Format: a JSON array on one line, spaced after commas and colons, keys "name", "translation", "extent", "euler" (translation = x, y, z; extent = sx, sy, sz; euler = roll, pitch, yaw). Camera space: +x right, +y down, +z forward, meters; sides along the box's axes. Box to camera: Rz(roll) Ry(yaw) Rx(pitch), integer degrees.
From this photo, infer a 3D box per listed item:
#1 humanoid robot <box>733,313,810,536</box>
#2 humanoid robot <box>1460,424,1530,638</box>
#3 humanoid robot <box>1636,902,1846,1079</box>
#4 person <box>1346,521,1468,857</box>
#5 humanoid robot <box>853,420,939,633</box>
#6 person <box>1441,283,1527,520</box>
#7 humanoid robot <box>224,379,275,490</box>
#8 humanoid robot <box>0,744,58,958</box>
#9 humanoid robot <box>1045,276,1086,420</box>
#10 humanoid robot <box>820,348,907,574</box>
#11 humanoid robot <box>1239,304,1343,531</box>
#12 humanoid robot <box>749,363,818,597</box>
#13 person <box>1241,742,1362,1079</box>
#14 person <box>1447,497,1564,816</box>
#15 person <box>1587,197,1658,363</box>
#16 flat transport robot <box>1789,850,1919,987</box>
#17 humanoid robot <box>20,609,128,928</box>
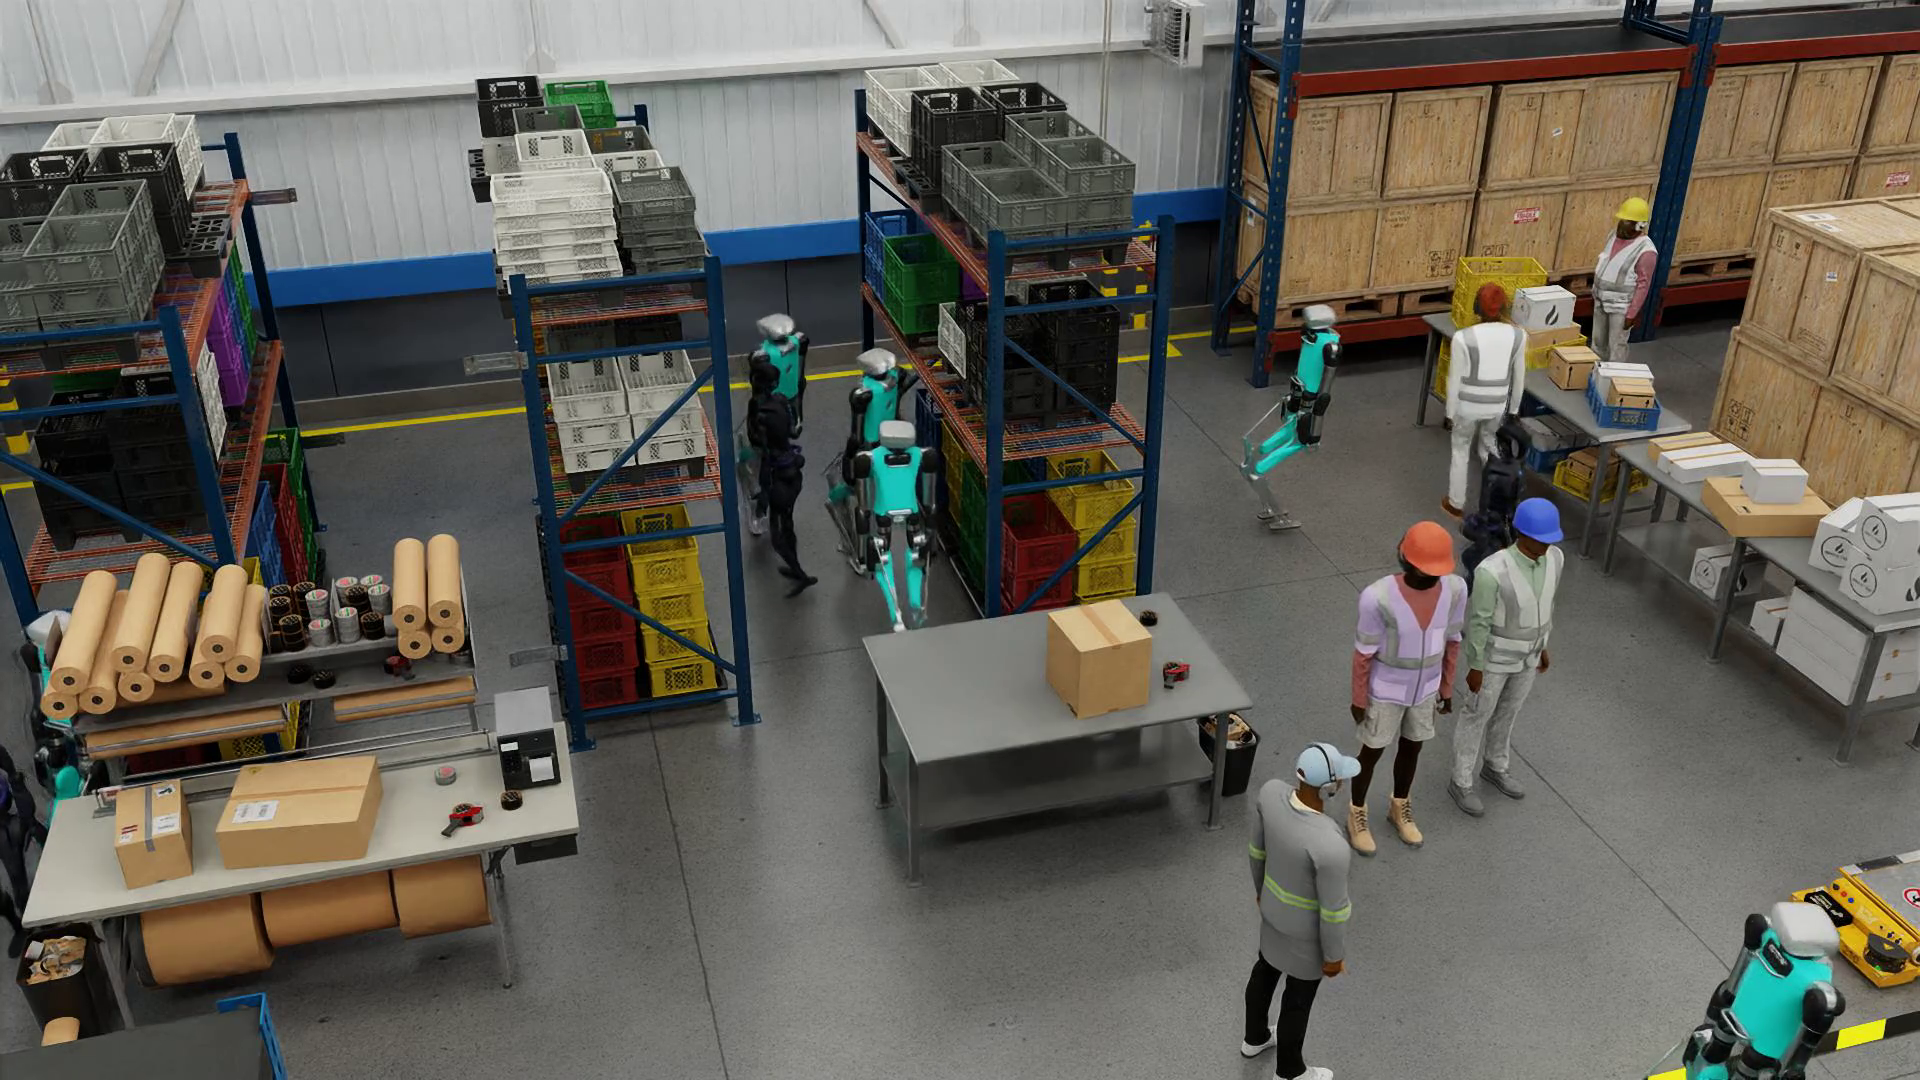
[{"name": "humanoid robot", "translation": [-1.464, -0.851, 12.217], "extent": [0.717, 1.811, 0.531], "euler": [21, 35, 34]}, {"name": "humanoid robot", "translation": [3.470, 0.000, 10.731], "extent": [0.744, 1.630, 0.600], "euler": [22, 36, 35]}, {"name": "humanoid robot", "translation": [2.914, 2.208, 6.631], "extent": [0.802, 1.767, 0.551], "euler": [-3, 29, -5]}, {"name": "person", "translation": [2.374, 0.799, 8.883], "extent": [0.598, 2.035, 0.395], "euler": [-6, 29, -11]}, {"name": "humanoid robot", "translation": [-0.334, 0.218, 10.289], "extent": [0.530, 1.781, 0.989], "euler": [-6, 29, -10]}, {"name": "person", "translation": [3.863, -0.948, 12.241], "extent": [0.586, 1.861, 0.613], "euler": [-4, 29, -7]}, {"name": "humanoid robot", "translation": [-5.392, -0.970, 12.476], "extent": [0.427, 1.641, 0.608], "euler": [-5, 29, -10]}, {"name": "humanoid robot", "translation": [-4.799, 1.404, 8.152], "extent": [0.608, 1.631, 0.437], "euler": [-9, 30, -15]}, {"name": "humanoid robot", "translation": [0.727, -1.699, 13.818], "extent": [0.710, 1.633, 0.608], "euler": [0, 29, 0]}, {"name": "humanoid robot", "translation": [-0.783, -0.542, 11.658], "extent": [0.838, 1.800, 0.570], "euler": [17, 33, 27]}, {"name": "humanoid robot", "translation": [2.338, -0.873, 12.119], "extent": [0.738, 1.694, 0.536], "euler": [-5, 29, -10]}, {"name": "humanoid robot", "translation": [-1.223, -0.432, 11.484], "extent": [0.427, 1.635, 0.595], "euler": [3, 29, 6]}, {"name": "person", "translation": [1.539, 1.677, 7.465], "extent": [0.386, 1.850, 0.597], "euler": [-14, 32, -23]}, {"name": "person", "translation": [3.058, 0.635, 9.272], "extent": [0.600, 1.941, 0.392], "euler": [-15, 32, -25]}, {"name": "person", "translation": [5.608, -2.044, 14.252], "extent": [0.404, 1.837, 0.587], "euler": [-9, 30, -15]}, {"name": "flat transport robot", "translation": [5.163, 1.916, 8.676], "extent": [1.431, 0.231, 0.659], "euler": [-8, 30, -14]}, {"name": "humanoid robot", "translation": [-4.501, 1.299, 8.334], "extent": [0.543, 1.831, 0.792], "euler": [9, 30, 16]}]
